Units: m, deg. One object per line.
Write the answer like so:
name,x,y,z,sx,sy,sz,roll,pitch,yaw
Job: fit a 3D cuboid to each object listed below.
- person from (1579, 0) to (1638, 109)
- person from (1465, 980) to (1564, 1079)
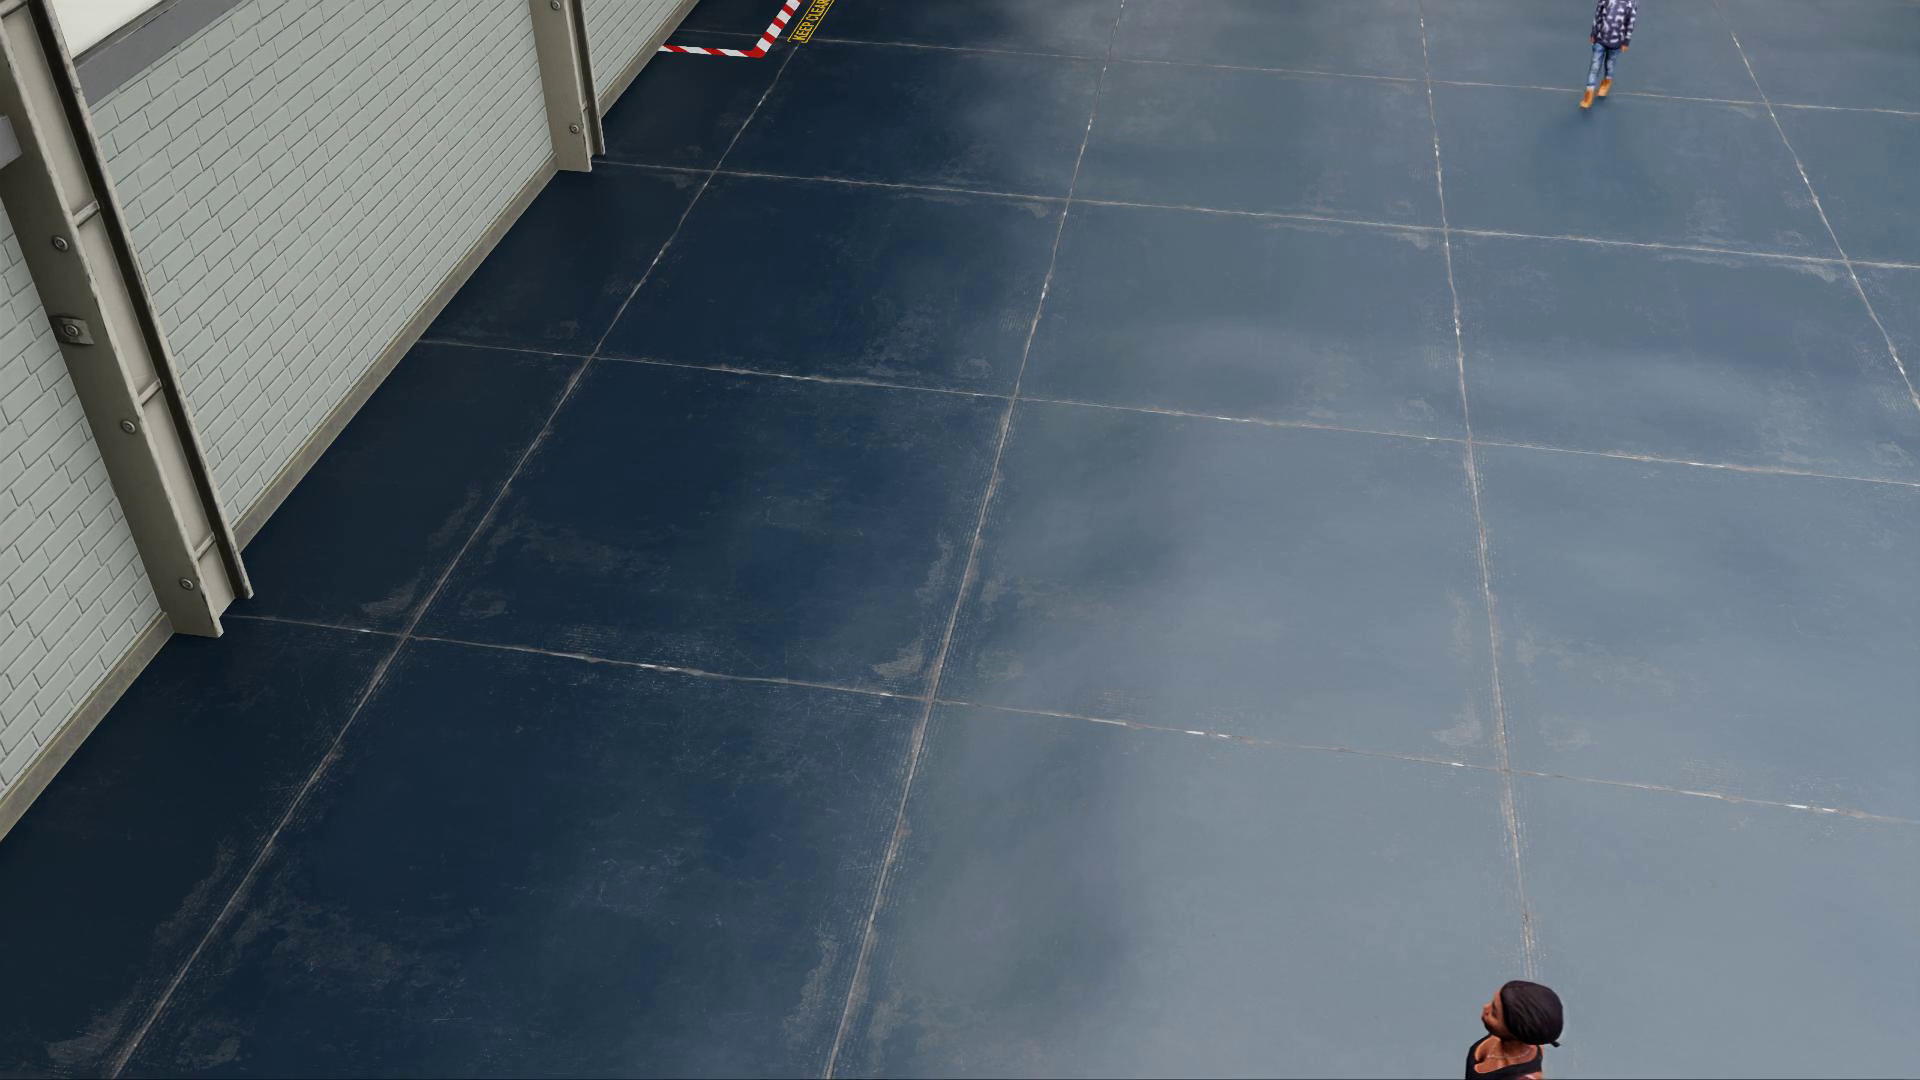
person,5.787,-4.490,14.754,0.682,1.227,0.901,20,42,24
person,1.864,2.131,5.907,0.665,1.700,0.495,11,39,14
